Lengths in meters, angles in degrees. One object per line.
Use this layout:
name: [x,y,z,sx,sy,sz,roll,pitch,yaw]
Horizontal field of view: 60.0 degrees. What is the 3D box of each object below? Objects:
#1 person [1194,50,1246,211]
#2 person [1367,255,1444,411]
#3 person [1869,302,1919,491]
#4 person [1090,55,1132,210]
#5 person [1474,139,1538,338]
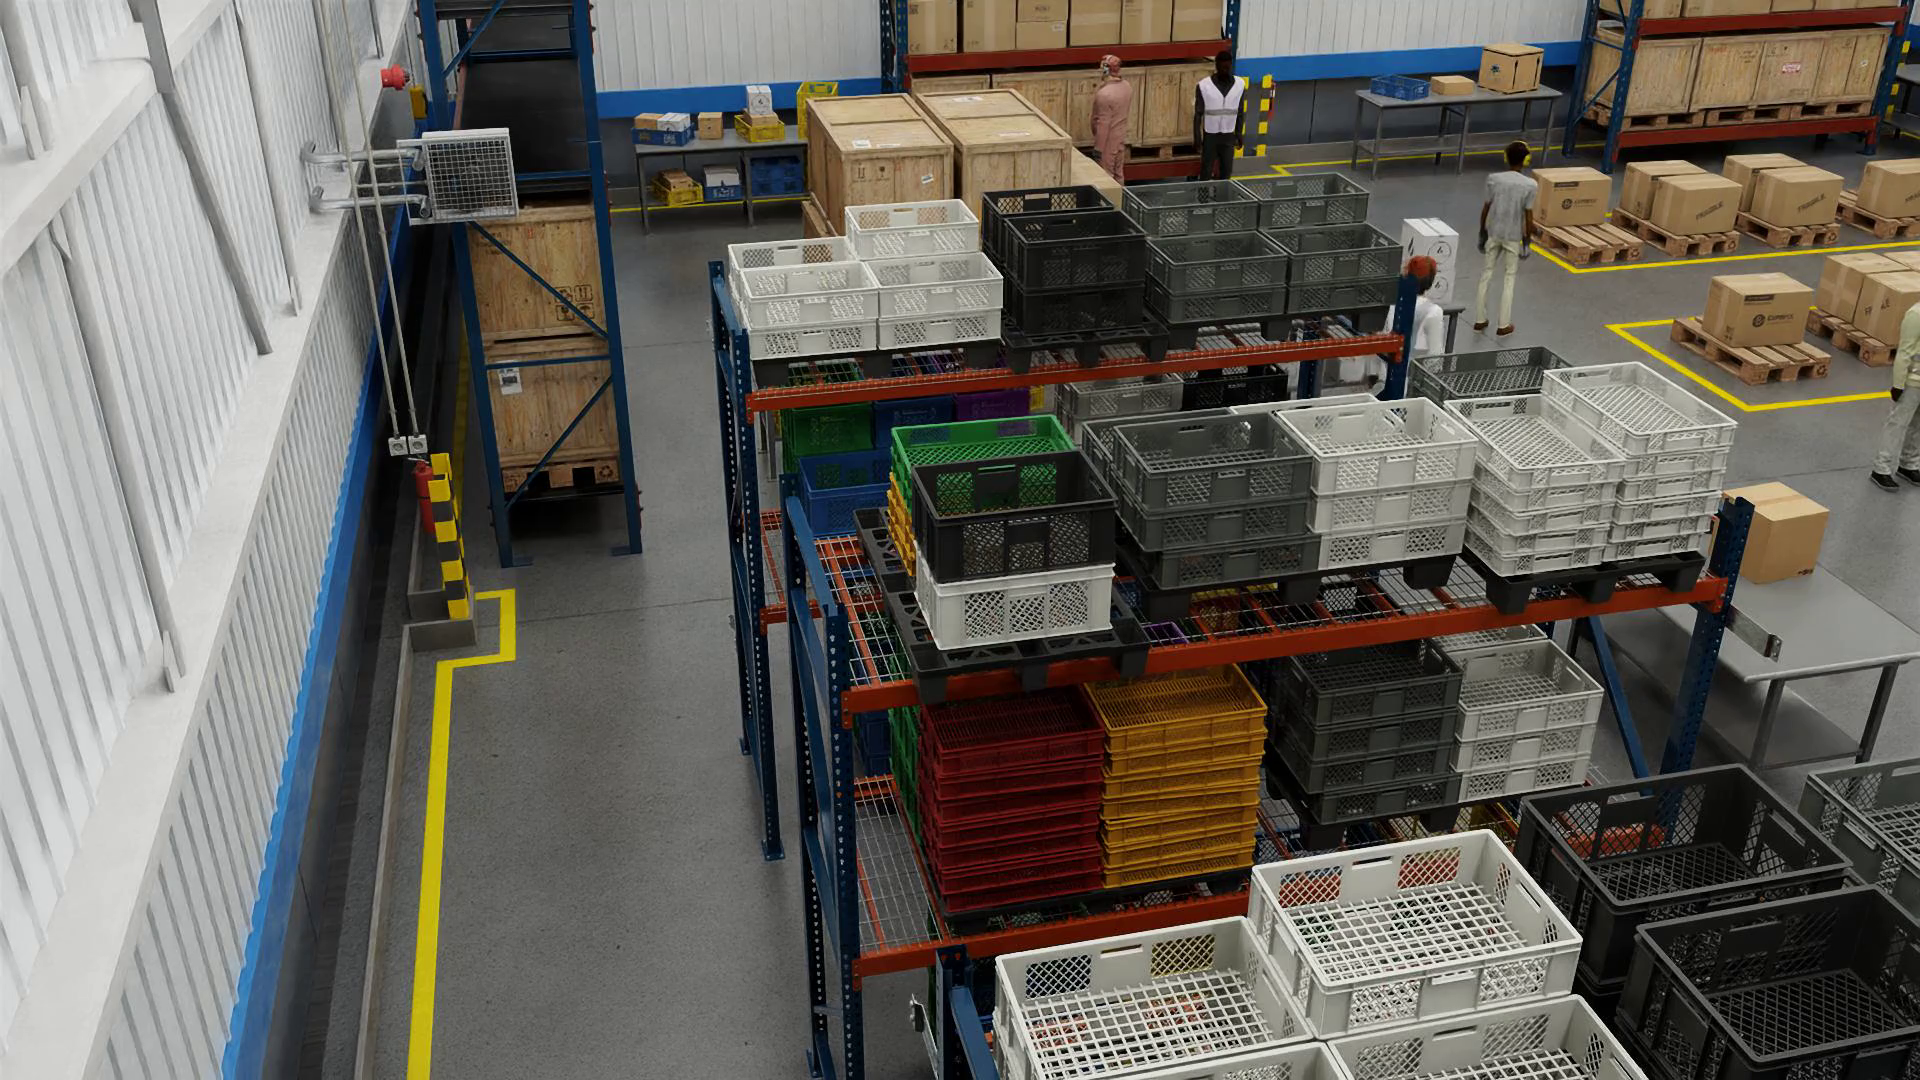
person: [2.970,-4.671,19.140,0.598,1.910,0.402,-6,28,-10]
person: [3.372,-1.282,12.774,0.903,1.849,0.556,-13,31,-24]
person: [7.411,-1.252,12.743,0.585,1.823,0.403,-7,29,-14]
person: [1.670,-4.526,18.863,0.403,1.906,0.652,16,32,27]
person: [5.158,-2.853,15.743,0.510,1.865,0.334,19,33,32]
